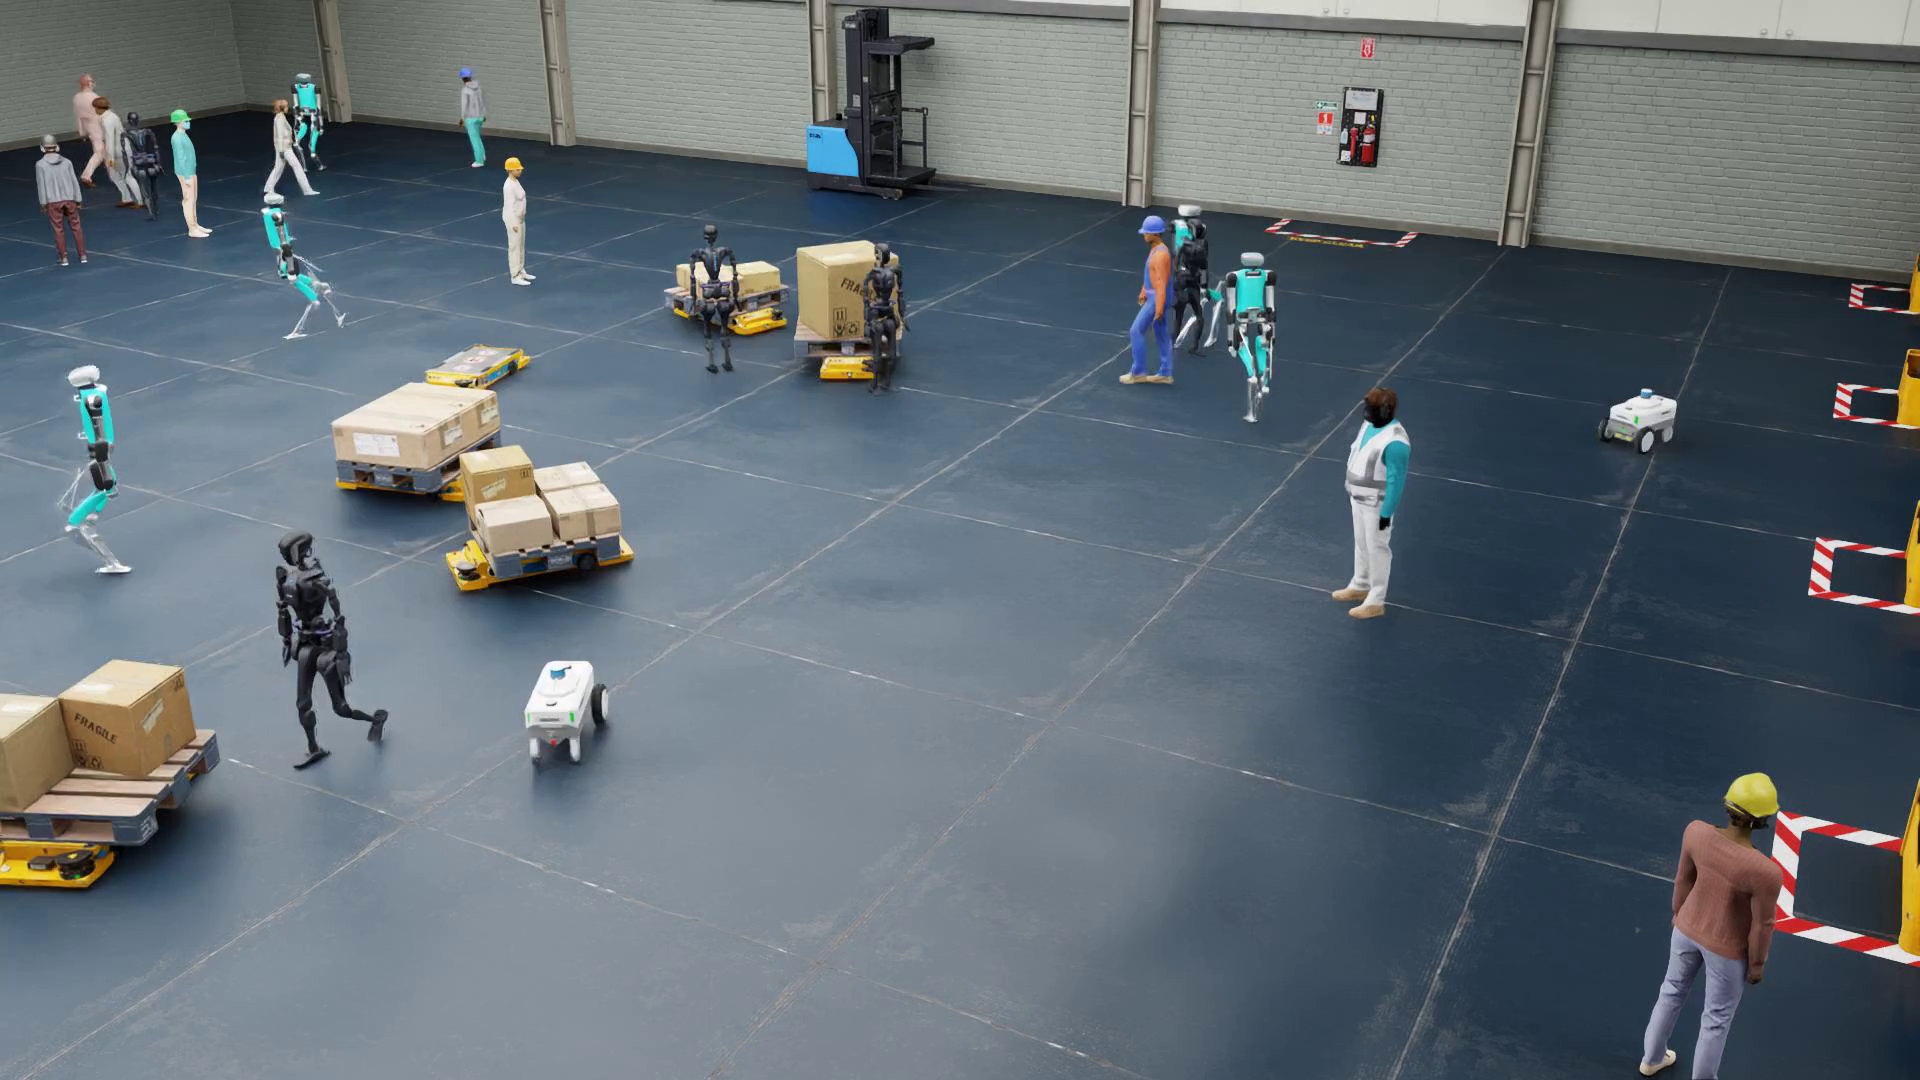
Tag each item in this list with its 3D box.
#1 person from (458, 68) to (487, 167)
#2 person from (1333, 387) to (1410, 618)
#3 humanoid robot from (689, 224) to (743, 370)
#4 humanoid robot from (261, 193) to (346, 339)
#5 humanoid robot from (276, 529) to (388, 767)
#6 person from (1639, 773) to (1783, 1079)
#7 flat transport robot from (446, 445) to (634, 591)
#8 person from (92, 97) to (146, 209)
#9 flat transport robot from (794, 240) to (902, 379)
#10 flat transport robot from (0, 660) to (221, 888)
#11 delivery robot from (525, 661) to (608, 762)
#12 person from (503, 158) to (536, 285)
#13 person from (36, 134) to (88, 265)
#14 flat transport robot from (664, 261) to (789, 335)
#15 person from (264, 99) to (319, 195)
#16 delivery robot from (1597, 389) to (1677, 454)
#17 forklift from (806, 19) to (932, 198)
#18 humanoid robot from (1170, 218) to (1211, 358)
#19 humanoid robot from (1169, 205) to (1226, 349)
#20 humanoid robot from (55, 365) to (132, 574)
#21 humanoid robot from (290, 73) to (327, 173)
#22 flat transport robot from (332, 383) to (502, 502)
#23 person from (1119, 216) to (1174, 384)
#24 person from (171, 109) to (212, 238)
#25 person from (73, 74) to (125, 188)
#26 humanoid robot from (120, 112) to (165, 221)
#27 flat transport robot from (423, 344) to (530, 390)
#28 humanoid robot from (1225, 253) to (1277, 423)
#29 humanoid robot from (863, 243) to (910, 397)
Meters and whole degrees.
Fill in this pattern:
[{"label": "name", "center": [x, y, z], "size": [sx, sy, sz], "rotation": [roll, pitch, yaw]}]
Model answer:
[{"label": "person", "center": [-8.825, -7.627, 30.025], "size": [0.502, 1.755, 0.572], "rotation": [10, 25, 23]}, {"label": "person", "center": [3.186, -0.300, 12.870], "size": [0.429, 1.841, 0.632], "rotation": [-4, 24, -9]}, {"label": "humanoid robot", "center": [-2.757, -2.729, 18.735], "size": [0.608, 1.649, 0.308], "rotation": [-9, 25, -21]}, {"label": "humanoid robot", "center": [-7.845, -3.333, 20.092], "size": [0.932, 1.788, 0.544], "rotation": [-16, 28, -33]}, {"label": "humanoid robot", "center": [-4.164, 0.667, 10.857], "size": [0.616, 1.638, 0.628], "rotation": [12, 26, 26]}, {"label": "person", "center": [3.599, 1.884, 7.894], "size": [0.341, 1.758, 0.518], "rotation": [-13, 26, -27]}, {"label": "flat transport robot", "center": [-3.498, 0.119, 13.886], "size": [1.431, 0.231, 0.659], "rotation": [-11, 26, -24]}, {"label": "person", "center": [-13.441, -6.167, 26.582], "size": [0.634, 1.795, 0.527], "rotation": [-9, 25, -20]}, {"label": "flat transport robot", "center": [-1.271, -2.151, 19.171], "size": [0.659, 0.231, 1.431], "rotation": [-1, 23, -2]}, {"label": "flat transport robot", "center": [-5.350, 1.665, 10.287], "size": [0.659, 0.231, 1.431], "rotation": [1, 23, 3]}, {"label": "delivery robot", "center": [-2.687, 1.111, 11.234], "size": [0.499, 0.611, 0.792], "rotation": [-1, 23, -1]}, {"label": "person", "center": [-5.949, -4.281, 22.327], "size": [0.335, 1.694, 0.482], "rotation": [-1, 23, -2]}, {"label": "person", "center": [-12.623, -4.779, 23.343], "size": [0.550, 1.806, 0.381], "rotation": [-20, 30, -38]}, {"label": "flat transport robot", "center": [-2.883, -2.839, 20.772], "size": [1.431, 0.231, 0.659], "rotation": [21, 31, 40]}, {"label": "person", "center": [-11.254, -6.505, 27.627], "size": [0.853, 1.591, 0.522], "rotation": [-10, 25, -22]}, {"label": "delivery robot", "center": [6.794, -1.199, 16.606], "size": [0.796, 0.606, 0.499], "rotation": [-16, 28, -32]}, {"label": "forklift", "center": [-1.573, -7.292, 27.850], "size": [1.873, 2.768, 1.129], "rotation": [12, 26, 25]}, {"label": "humanoid robot", "center": [2.641, -2.900, 19.137], "size": [0.584, 1.645, 0.395], "rotation": [-19, 29, -37]}, {"label": "humanoid robot", "center": [2.817, -3.061, 19.445], "size": [0.976, 1.753, 0.552], "rotation": [-16, 28, -33]}, {"label": "humanoid robot", "center": [-7.117, -0.499, 13.479], "size": [0.697, 1.804, 0.552], "rotation": [-12, 26, -27]}, {"label": "humanoid robot", "center": [-11.531, -7.267, 29.288], "size": [0.538, 1.777, 1.021], "rotation": [1, 23, 2]}, {"label": "flat transport robot", "center": [-5.039, -0.615, 15.596], "size": [1.431, 0.231, 0.659], "rotation": [7, 24, 15]}, {"label": "person", "center": [2.053, -2.622, 18.219], "size": [0.729, 1.879, 0.538], "rotation": [5, 24, 11]}, {"label": "person", "center": [-11.555, -5.489, 24.907], "size": [0.356, 1.876, 0.516], "rotation": [-5, 24, -11]}, {"label": "person", "center": [-14.795, -6.984, 28.399], "size": [0.637, 1.868, 0.912], "rotation": [15, 27, 31]}, {"label": "humanoid robot", "center": [-12.816, -5.870, 26.078], "size": [0.590, 1.638, 0.691], "rotation": [-20, 30, -39]}, {"label": "flat transport robot", "center": [-5.428, -1.880, 18.540], "size": [0.659, 0.231, 1.431], "rotation": [5, 24, 12]}, {"label": "humanoid robot", "center": [3.027, -1.951, 16.936], "size": [0.530, 1.798, 0.919], "rotation": [-4, 24, -9]}, {"label": "humanoid robot", "center": [-0.796, -2.382, 17.930], "size": [0.589, 1.654, 0.376], "rotation": [-20, 31, -39]}]
